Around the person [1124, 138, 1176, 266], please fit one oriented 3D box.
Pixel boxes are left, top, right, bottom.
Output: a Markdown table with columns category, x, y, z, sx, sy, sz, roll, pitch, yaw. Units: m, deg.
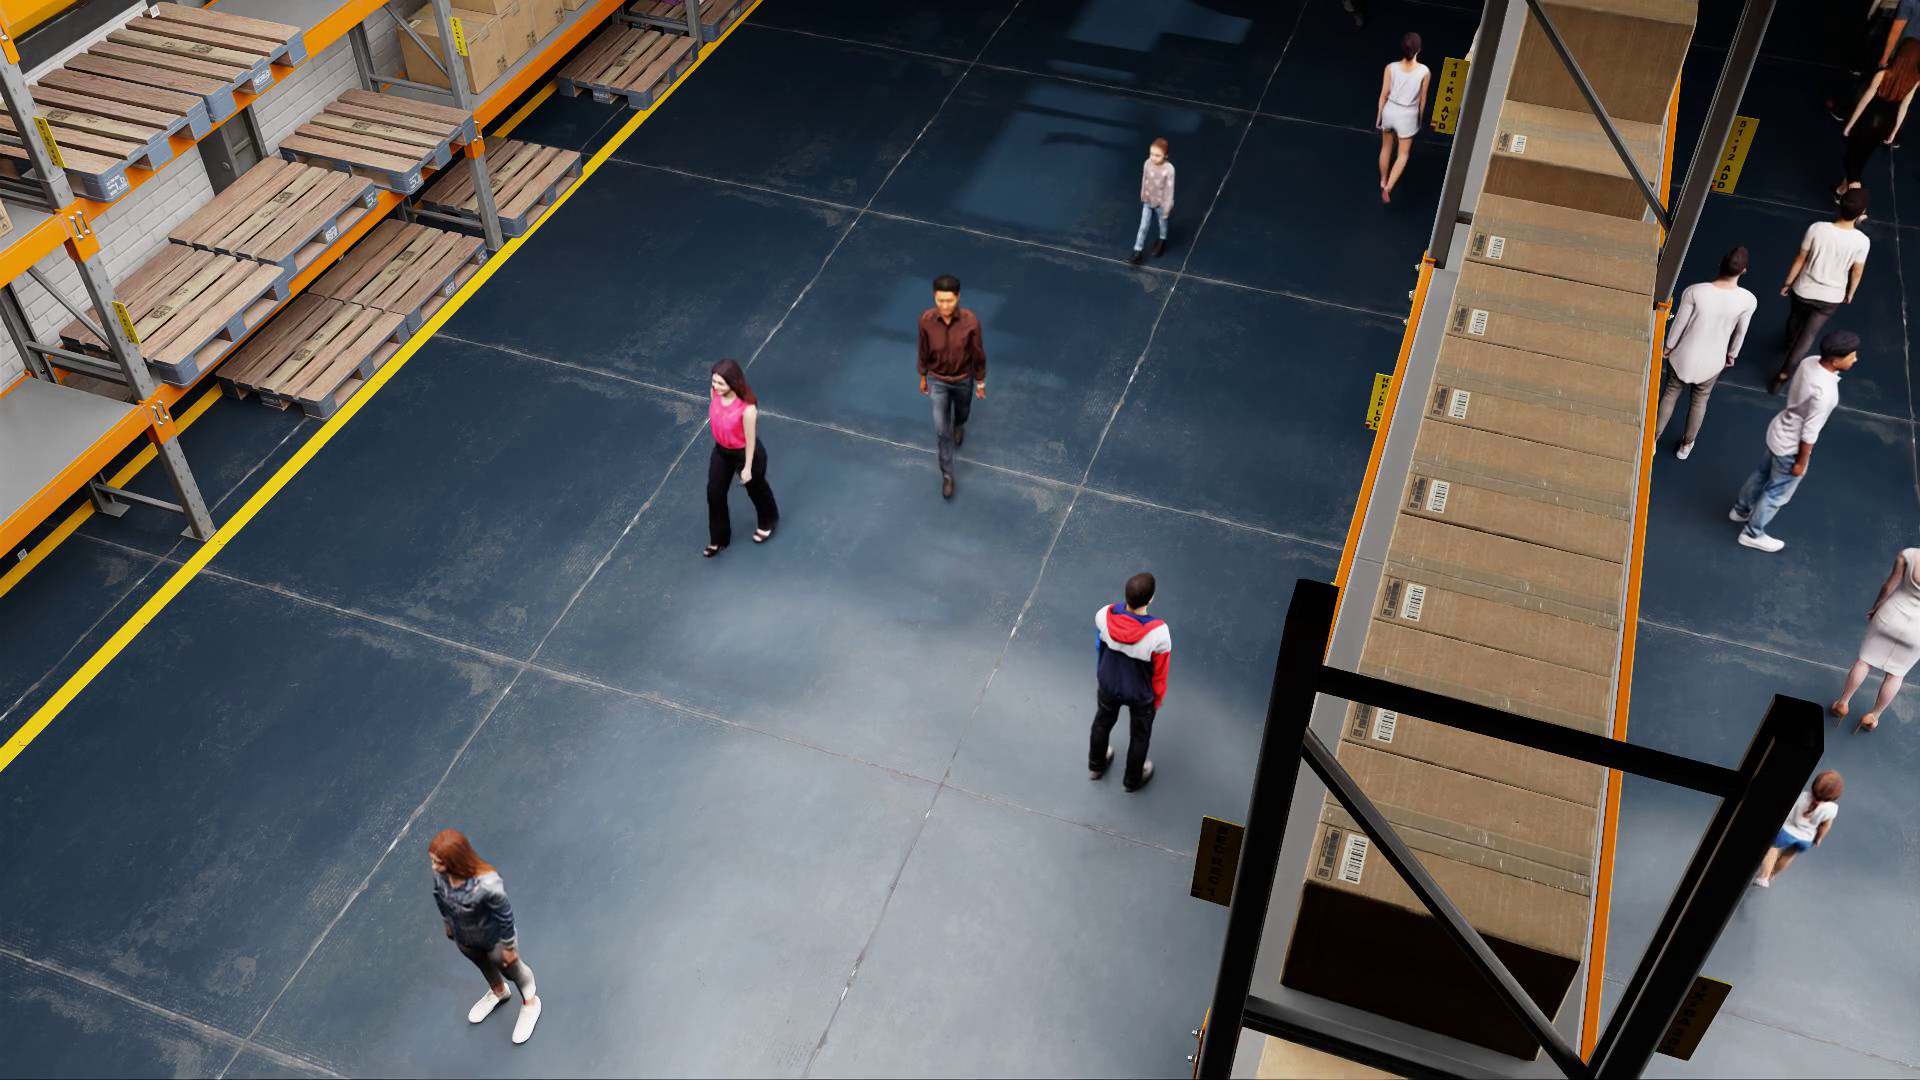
| category | x | y | z | sx | sy | sz | roll | pitch | yaw |
| --- | --- | --- | --- | --- | --- | --- | --- | --- | --- |
| person | 1.741 | -2.963 | 14.415 | 0.621 | 1.168 | 0.839 | 25 | 49 | 24 |

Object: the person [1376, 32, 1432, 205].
| category | x | y | z | sx | sy | sz | roll | pitch | yaw |
| --- | --- | --- | --- | --- | --- | --- | --- | --- | --- |
| person | 3.945 | -3.763 | 14.950 | 0.612 | 1.587 | 0.897 | 17 | 46 | 17 |

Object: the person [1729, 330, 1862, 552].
| category | x | y | z | sx | sy | sz | roll | pitch | yaw |
| --- | --- | --- | --- | --- | --- | --- | --- | --- | --- |
| person | 5.806 | -0.725 | 11.602 | 0.740 | 1.806 | 0.576 | 7 | 44 | 7 |

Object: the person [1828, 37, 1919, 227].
| category | x | y | z | sx | sy | sz | roll | pitch | yaw |
| --- | --- | --- | --- | --- | --- | --- | --- | --- | --- |
| person | 8.075 | -3.569 | 14.668 | 0.816 | 1.696 | 1.157 | 0 | 44 | 0 |

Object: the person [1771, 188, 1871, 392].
| category | x | y | z | sx | sy | sz | roll | pitch | yaw |
| --- | --- | --- | --- | --- | --- | --- | --- | --- | --- |
| person | 6.658 | -1.909 | 12.935 | 0.827 | 1.682 | 1.121 | 26 | 50 | 25 |

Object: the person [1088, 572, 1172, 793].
| category | x | y | z | sx | sy | sz | roll | pitch | yaw |
| --- | --- | --- | --- | --- | --- | --- | --- | --- | --- |
| person | 0.999 | 0.858 | 9.975 | 0.665 | 1.759 | 0.594 | 21 | 48 | 21 |

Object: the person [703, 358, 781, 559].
| category | x | y | z | sx | sy | sz | roll | pitch | yaw |
| --- | --- | --- | --- | --- | --- | --- | --- | --- | --- |
| person | -1.488 | -0.617 | 11.613 | 0.735 | 1.635 | 0.917 | 25 | 49 | 24 |

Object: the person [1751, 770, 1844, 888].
| category | x | y | z | sx | sy | sz | roll | pitch | yaw |
| --- | --- | --- | --- | --- | --- | --- | --- | --- | --- |
| person | 4.836 | 1.698 | 9.633 | 0.479 | 1.014 | 0.568 | 22 | 48 | 21 |

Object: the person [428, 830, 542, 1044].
| category | x | y | z | sx | sy | sz | roll | pitch | yaw |
| --- | --- | --- | --- | --- | --- | --- | --- | --- | --- |
| person | -2.505 | 2.049 | 8.768 | 0.633 | 1.700 | 0.528 | 18 | 46 | 18 |

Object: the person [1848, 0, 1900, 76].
| category | x | y | z | sx | sy | sz | roll | pitch | yaw |
| --- | --- | --- | --- | --- | --- | --- | --- | --- | --- |
| person | 9.264 | -5.208 | 16.565 | 0.594 | 1.453 | 0.590 | 11 | 45 | 12 |

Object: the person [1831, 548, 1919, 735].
| category | x | y | z | sx | sy | sz | roll | pitch | yaw |
| --- | --- | --- | --- | --- | --- | --- | --- | --- | --- |
| person | 5.824 | 0.537 | 10.289 | 0.630 | 1.791 | 0.595 | 30 | 51 | 28 |

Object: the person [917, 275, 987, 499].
| category | x | y | z | sx | sy | sz | roll | pitch | yaw |
| --- | --- | --- | --- | --- | --- | --- | --- | --- | --- |
| person | -0.054 | -1.217 | 12.158 | 0.880 | 1.752 | 1.171 | 1 | 44 | 2 |

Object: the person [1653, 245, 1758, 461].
| category | x | y | z | sx | sy | sz | roll | pitch | yaw |
| --- | --- | --- | --- | --- | --- | --- | --- | --- | --- |
| person | 5.457 | -1.382 | 12.267 | 0.683 | 1.840 | 0.559 | 11 | 45 | 11 |

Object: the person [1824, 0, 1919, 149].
| category | x | y | z | sx | sy | sz | roll | pitch | yaw |
| --- | --- | --- | --- | --- | --- | --- | --- | --- | --- |
| person | 8.893 | -4.535 | 15.632 | 1.133 | 1.765 | 1.229 | -15 | 46 | -15 |
